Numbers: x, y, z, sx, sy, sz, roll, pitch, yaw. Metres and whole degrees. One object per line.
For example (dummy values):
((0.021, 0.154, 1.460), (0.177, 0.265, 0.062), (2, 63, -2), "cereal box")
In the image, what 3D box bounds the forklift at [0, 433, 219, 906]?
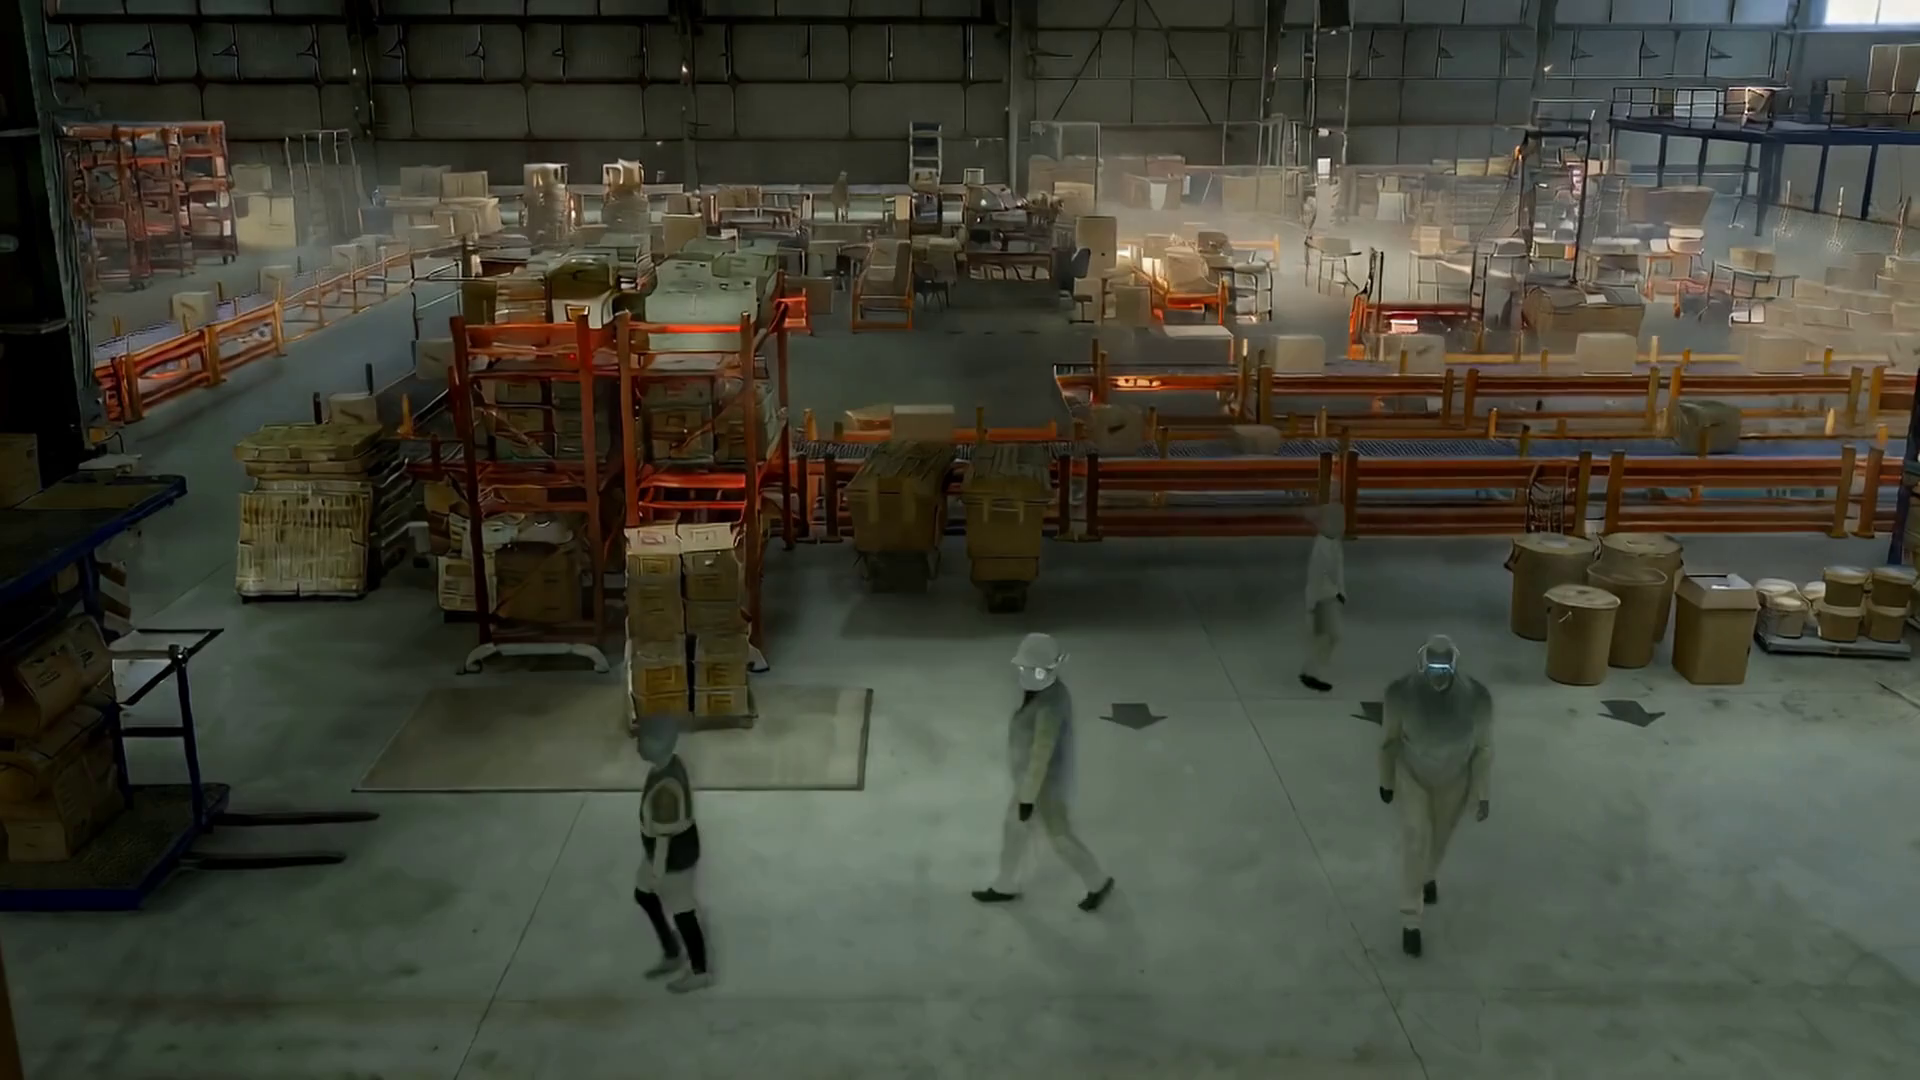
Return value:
((-5.952, 0.780, 10.366), (1.873, 2.768, 1.129), (0, 16, -1), "forklift")

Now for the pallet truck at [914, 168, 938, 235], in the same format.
((-0.989, -10.316, 50.507), (0.823, 1.965, 1.885), (1, 16, 3), "pallet truck")

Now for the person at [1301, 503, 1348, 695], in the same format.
((3.020, 0.476, 13.663), (0.429, 1.618, 0.500), (7, 18, 23), "person")

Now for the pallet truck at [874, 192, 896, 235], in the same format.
((-2.277, -9.986, 50.594), (0.653, 1.274, 1.630), (0, 16, -1), "pallet truck")

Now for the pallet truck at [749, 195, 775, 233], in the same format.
((-6.051, -9.967, 50.660), (0.680, 1.201, 1.601), (0, 16, -1), "pallet truck")

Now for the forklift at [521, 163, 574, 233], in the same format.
((-12.233, -10.122, 49.298), (1.157, 1.987, 2.680), (0, 16, -1), "forklift")

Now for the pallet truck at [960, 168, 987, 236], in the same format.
((0.383, -10.230, 50.206), (0.823, 1.965, 1.885), (-1, 16, -3), "pallet truck")

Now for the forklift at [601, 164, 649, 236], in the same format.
((-9.948, -10.127, 49.296), (1.157, 1.987, 2.680), (-1, 16, -3), "forklift")

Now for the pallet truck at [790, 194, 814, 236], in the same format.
((-4.814, -9.883, 50.259), (0.704, 1.261, 1.522), (-1, 16, -3), "pallet truck")

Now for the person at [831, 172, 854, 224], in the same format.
((-3.540, -10.182, 50.283), (0.705, 1.872, 0.414), (2, 16, 9), "person")

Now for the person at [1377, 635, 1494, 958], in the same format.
((2.816, 1.439, 9.910), (0.641, 1.863, 0.977), (2, 16, 6), "person")

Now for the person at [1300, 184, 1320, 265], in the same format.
((8.995, -8.115, 42.771), (0.385, 2.045, 0.605), (10, 19, 32), "person")

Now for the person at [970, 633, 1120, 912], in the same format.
((0.551, 1.423, 10.065), (0.885, 1.800, 0.589), (-1, 16, -4), "person")

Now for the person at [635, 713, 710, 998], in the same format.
((-1.630, 1.741, 9.140), (0.514, 1.678, 0.548), (-3, 16, -9), "person")
